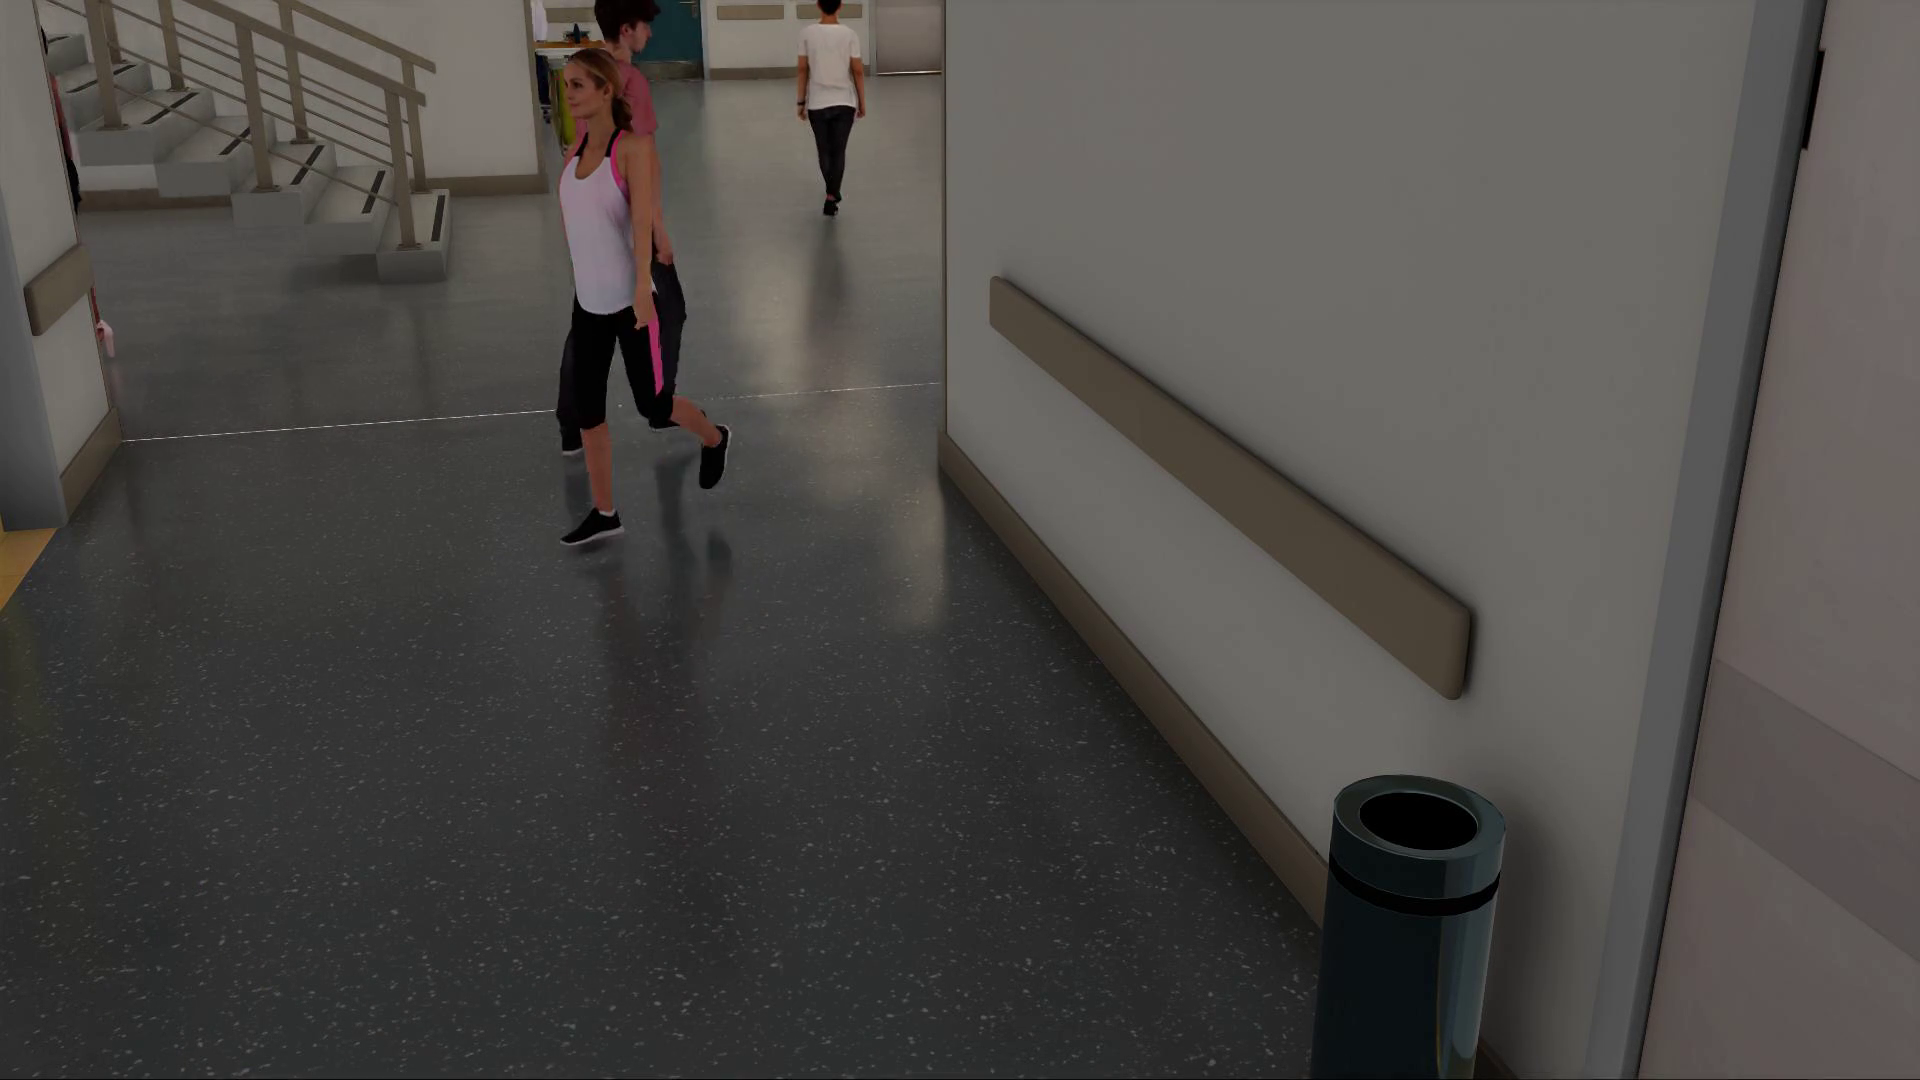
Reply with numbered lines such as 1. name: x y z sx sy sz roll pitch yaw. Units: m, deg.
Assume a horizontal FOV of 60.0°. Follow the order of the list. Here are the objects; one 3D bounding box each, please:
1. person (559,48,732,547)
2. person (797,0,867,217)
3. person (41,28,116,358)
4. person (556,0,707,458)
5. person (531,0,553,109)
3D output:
1. person: -1.173 -0.868 6.094 1.013 1.761 1.134 15 25 34
2. person: -0.983 -3.282 12.531 1.101 1.684 0.951 2 21 4
3. person: -4.576 -1.786 8.500 0.849 1.773 0.712 1 21 2
4. person: -1.468 -1.271 6.926 0.986 1.924 1.084 13 24 31
5. person: -5.067 -5.875 19.617 0.810 1.546 0.675 0 21 -1
